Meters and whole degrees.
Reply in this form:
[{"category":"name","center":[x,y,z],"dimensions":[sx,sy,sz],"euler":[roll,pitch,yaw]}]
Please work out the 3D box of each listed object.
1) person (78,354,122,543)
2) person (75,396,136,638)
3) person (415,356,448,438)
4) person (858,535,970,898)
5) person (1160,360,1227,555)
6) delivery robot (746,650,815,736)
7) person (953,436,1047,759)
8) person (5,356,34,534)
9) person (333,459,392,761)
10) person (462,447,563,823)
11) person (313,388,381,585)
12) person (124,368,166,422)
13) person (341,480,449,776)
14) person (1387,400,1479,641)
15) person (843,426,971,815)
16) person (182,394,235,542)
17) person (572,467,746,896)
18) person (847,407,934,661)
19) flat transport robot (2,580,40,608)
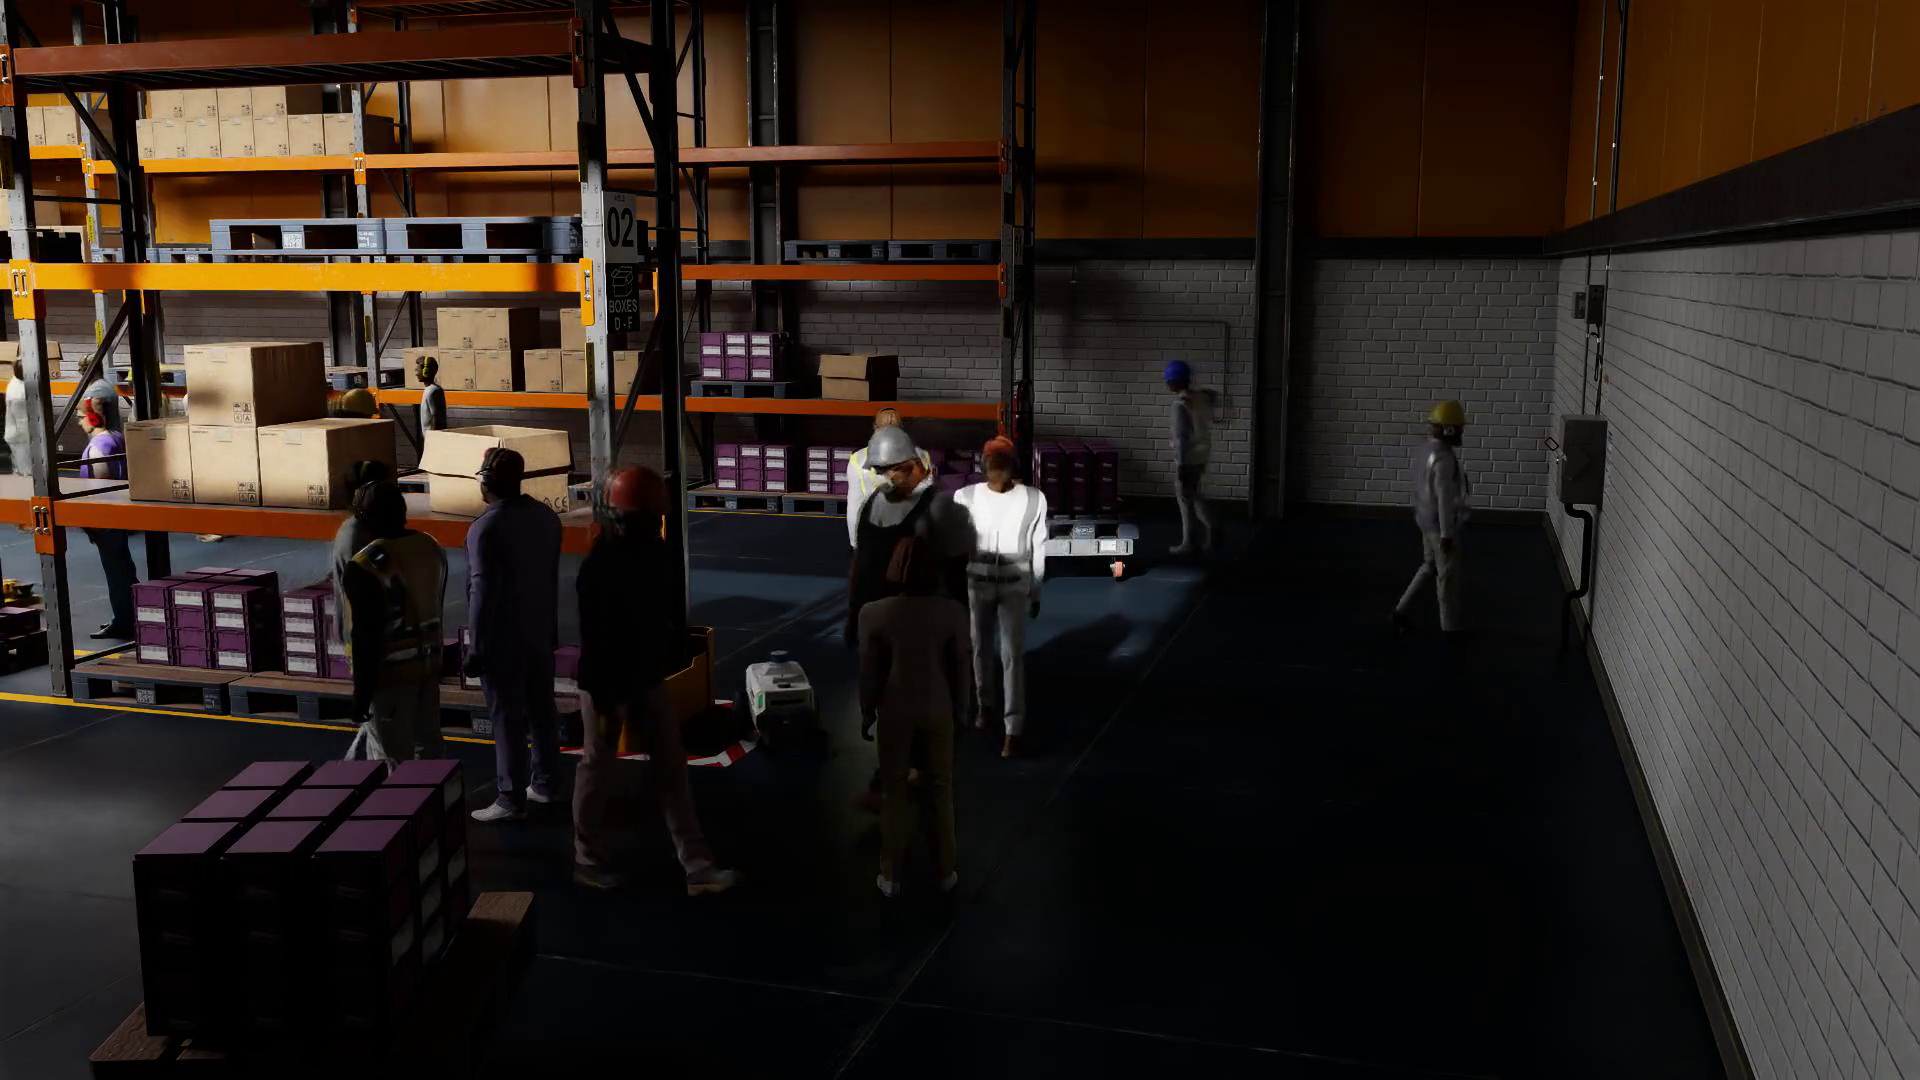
[{"category":"person","center":[-8.774,-0.938,17.025],"dimensions":[0.374,1.933,0.627],"euler":[-2,10,-13]},{"category":"person","center":[-6.463,-0.174,12.656],"dimensions":[0.388,1.837,0.564],"euler":[-2,10,-12]},{"category":"person","center":[-5.625,-1.027,17.757],"dimensions":[0.319,1.870,0.521],"euler":[-2,9,-11]},{"category":"person","center":[-0.204,0.787,7.416],"dimensions":[0.500,1.633,0.280],"euler":[-1,9,-5]},{"category":"person","center":[2.240,-0.793,16.190],"dimensions":[0.597,1.917,0.629],"euler":[5,11,29]},{"category":"delivery robot","center":[-1.058,0.893,9.763],"dimensions":[0.477,0.478,0.707],"euler":[-2,10,-12]},{"category":"person","center":[0.218,0.290,9.841],"dimensions":[0.586,1.848,0.932],"euler":[1,9,5]},{"category":"person","center":[-9.934,-1.020,17.678],"dimensions":[0.383,1.900,0.793],"euler":[-5,10,-27]},{"category":"person","center":[-2.967,0.507,8.453],"dimensions":[0.447,1.857,0.580],"euler":[-2,10,-14]},{"category":"person","center":[-2.296,0.479,8.458],"dimensions":[0.406,1.911,0.638],"euler":[4,10,23]},{"category":"person","center":[-4.724,-0.226,12.804],"dimensions":[0.668,1.903,0.594],"euler":[0,9,1]},{"category":"person","center":[-8.607,-0.993,17.795],"dimensions":[0.885,1.794,0.610],"euler":[-2,9,-10]},{"category":"person","center":[-2.630,0.635,7.726],"dimensions":[0.430,1.840,0.622],"euler":[3,10,17]},{"category":"person","center":[3.605,-0.140,12.534],"dimensions":[0.547,1.833,0.607],"euler":[0,9,2]},{"category":"person","center":[-0.381,0.389,8.605],"dimensions":[0.695,2.000,0.965],"euler":[9,13,42]},{"category":"person","center":[-7.730,-0.903,17.074],"dimensions":[0.345,1.847,0.507],"euler":[0,9,1]},{"category":"person","center":[-1.376,0.649,7.307],"dimensions":[0.969,1.942,0.643],"euler":[6,11,31]},{"category":"person","center":[-0.492,-0.012,11.656],"dimensions":[0.627,1.844,0.429],"euler":[-3,10,-15]},{"category":"flat transport robot","center":[-8.355,0.438,13.685],"dimensions":[1.431,0.197,0.652],"euler":[4,10,24]}]
